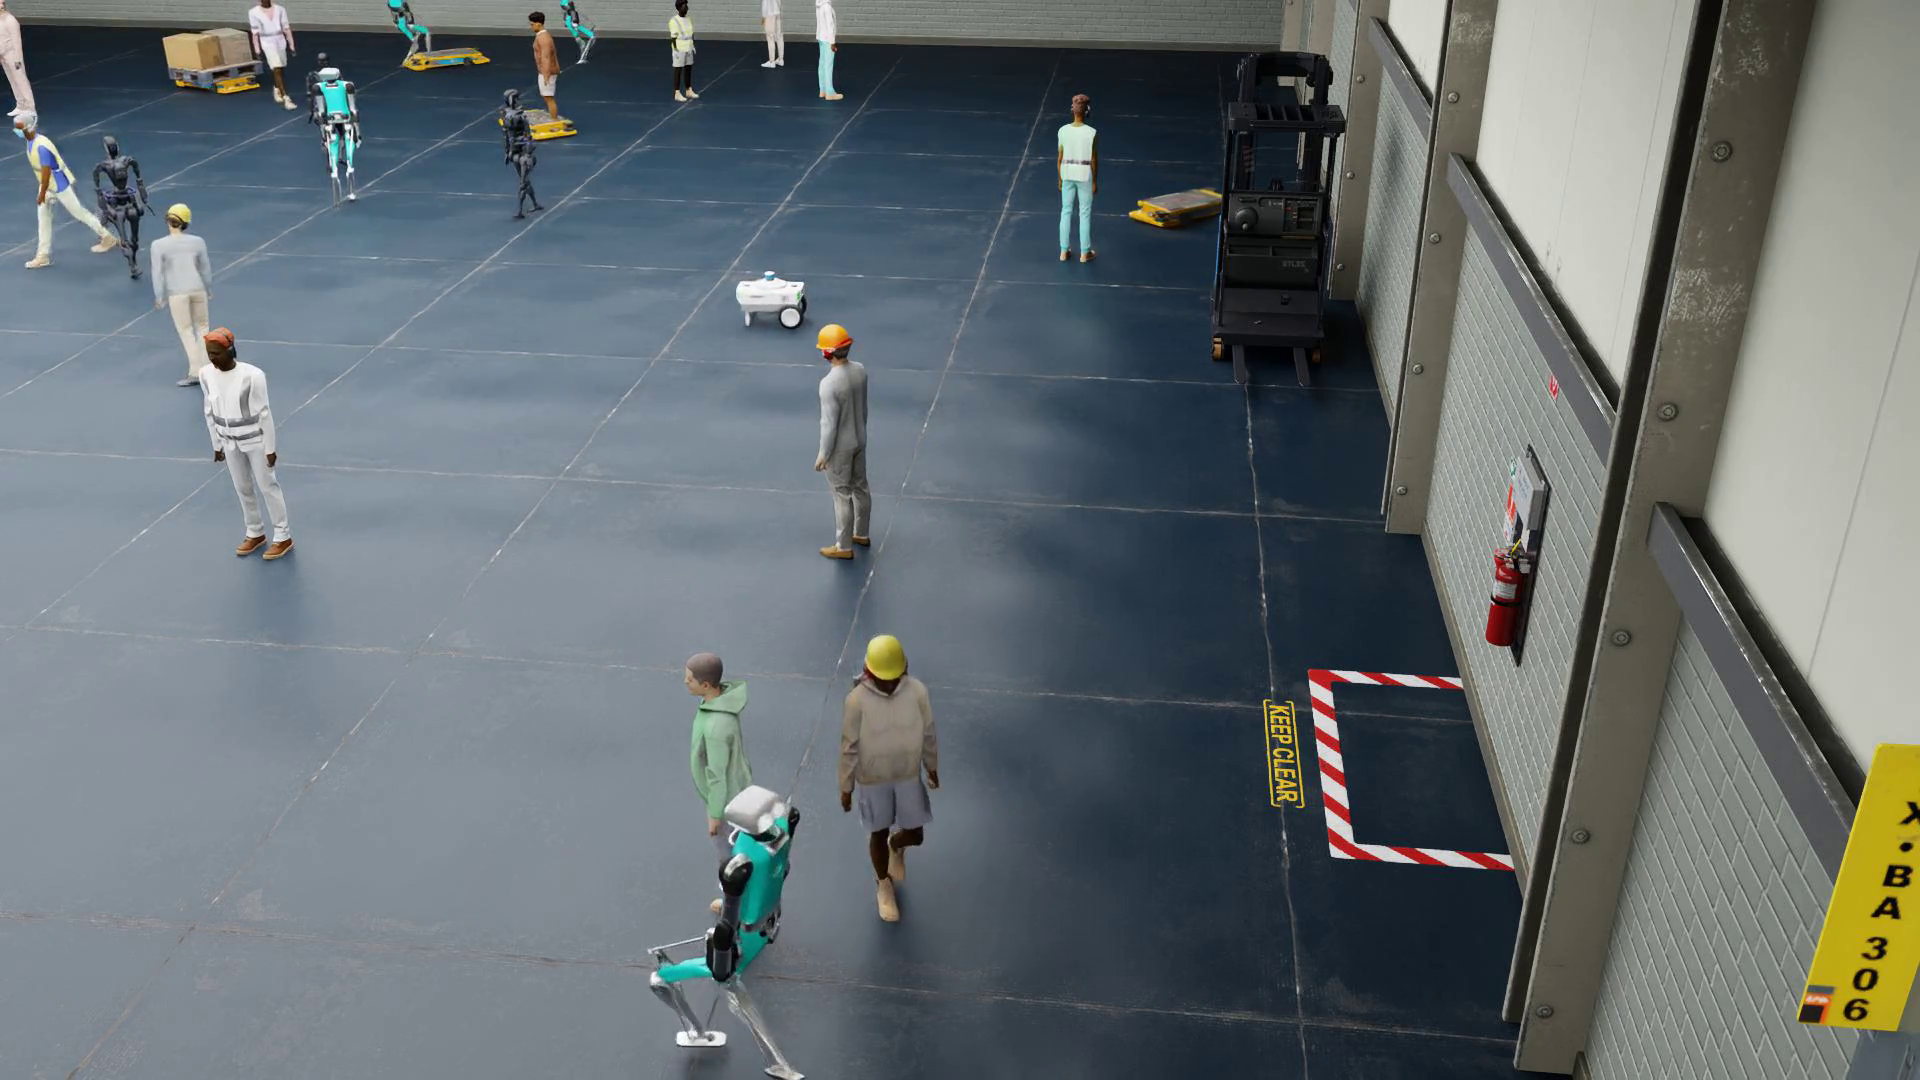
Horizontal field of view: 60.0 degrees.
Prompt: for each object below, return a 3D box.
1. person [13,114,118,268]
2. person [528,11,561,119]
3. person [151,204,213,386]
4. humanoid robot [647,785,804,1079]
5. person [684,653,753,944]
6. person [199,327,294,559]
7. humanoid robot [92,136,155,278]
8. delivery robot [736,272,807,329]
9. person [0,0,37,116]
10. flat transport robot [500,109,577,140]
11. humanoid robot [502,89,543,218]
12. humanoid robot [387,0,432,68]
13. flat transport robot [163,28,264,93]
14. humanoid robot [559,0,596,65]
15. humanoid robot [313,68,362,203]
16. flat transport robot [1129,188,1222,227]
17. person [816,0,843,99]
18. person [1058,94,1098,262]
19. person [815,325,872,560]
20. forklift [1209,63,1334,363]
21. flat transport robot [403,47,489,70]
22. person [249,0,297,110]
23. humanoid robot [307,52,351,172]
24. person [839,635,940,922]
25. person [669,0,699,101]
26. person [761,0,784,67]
[{"bbox_3d":[-10.765,-4.215,19.859,0.494,1.811,1.117,17,31,30],"label":"person"},{"bbox_3d":[-6.437,-7.294,25.941,0.408,1.844,0.804,-8,28,-15],"label":"person"},{"bbox_3d":[-7.590,-2.402,16.317,0.454,1.719,0.611,23,34,38],"label":"person"},{"bbox_3d":[-1.177,1.845,7.842,0.896,1.758,0.571,12,29,23],"label":"humanoid robot"},{"bbox_3d":[-1.247,1.361,8.790,0.317,1.736,0.479,-3,27,-6],"label":"person"},{"bbox_3d":[-5.525,-0.742,12.839,0.566,1.872,0.352,6,27,12],"label":"person"},{"bbox_3d":[-9.734,-3.900,19.401,0.749,1.628,0.611,21,33,36],"label":"humanoid robot"},{"bbox_3d":[-2.014,-2.598,18.028,0.785,0.614,0.521,0,27,1],"label":"delivery robot"},{"bbox_3d":[-15.367,-7.808,26.894,0.642,1.913,0.414,19,32,33],"label":"person"},{"bbox_3d":[-6.668,-6.564,26.242,0.659,0.231,1.431,-19,32,-33],"label":"flat transport robot"},{"bbox_3d":[-5.755,-5.033,21.630,0.593,1.634,0.666,19,32,33],"label":"humanoid robot"},{"bbox_3d":[-10.096,-9.637,30.769,0.959,1.767,0.572,-23,35,-38],"label":"humanoid robot"},{"bbox_3d":[-13.056,-8.049,29.207,1.431,0.231,0.659,16,31,28],"label":"flat transport robot"},{"bbox_3d":[-7.039,-9.592,30.764,0.745,1.895,0.542,-17,31,-30],"label":"humanoid robot"},{"bbox_3d":[-8.261,-5.275,22.137,0.540,1.882,0.731,-4,27,-7],"label":"humanoid robot"},{"bbox_3d":[2.988,-4.367,21.856,1.431,0.231,0.659,-17,31,-30],"label":"flat transport robot"},{"bbox_3d":[-2.250,-8.461,28.192,0.375,1.917,0.489,-12,29,-22],"label":"person"},{"bbox_3d":[1.398,-4.298,19.813,0.489,1.977,0.387,9,28,18],"label":"person"},{"bbox_3d":[-0.909,-0.756,12.844,0.378,1.889,0.570,16,31,28],"label":"person"},{"bbox_3d":[3.241,-3.477,17.183,1.129,2.768,1.873,3,27,6],"label":"forklift"},{"bbox_3d":[-9.609,-8.990,31.086,1.431,0.231,0.659,-16,31,-29],"label":"flat transport robot"},{"bbox_3d":[-11.401,-8.221,27.627,0.618,1.995,1.021,-23,34,-37],"label":"person"},{"bbox_3d":[-9.042,-6.113,23.773,0.597,1.641,0.371,-5,27,-10],"label":"humanoid robot"},{"bbox_3d":[-0.385,1.261,8.969,0.571,1.746,0.433,-7,27,-13],"label":"person"},{"bbox_3d":[-4.675,-8.295,28.112,0.322,1.690,0.532,16,31,29],"label":"person"},{"bbox_3d":[-3.463,-9.703,30.717,0.398,1.875,0.503,19,32,33],"label":"person"}]
